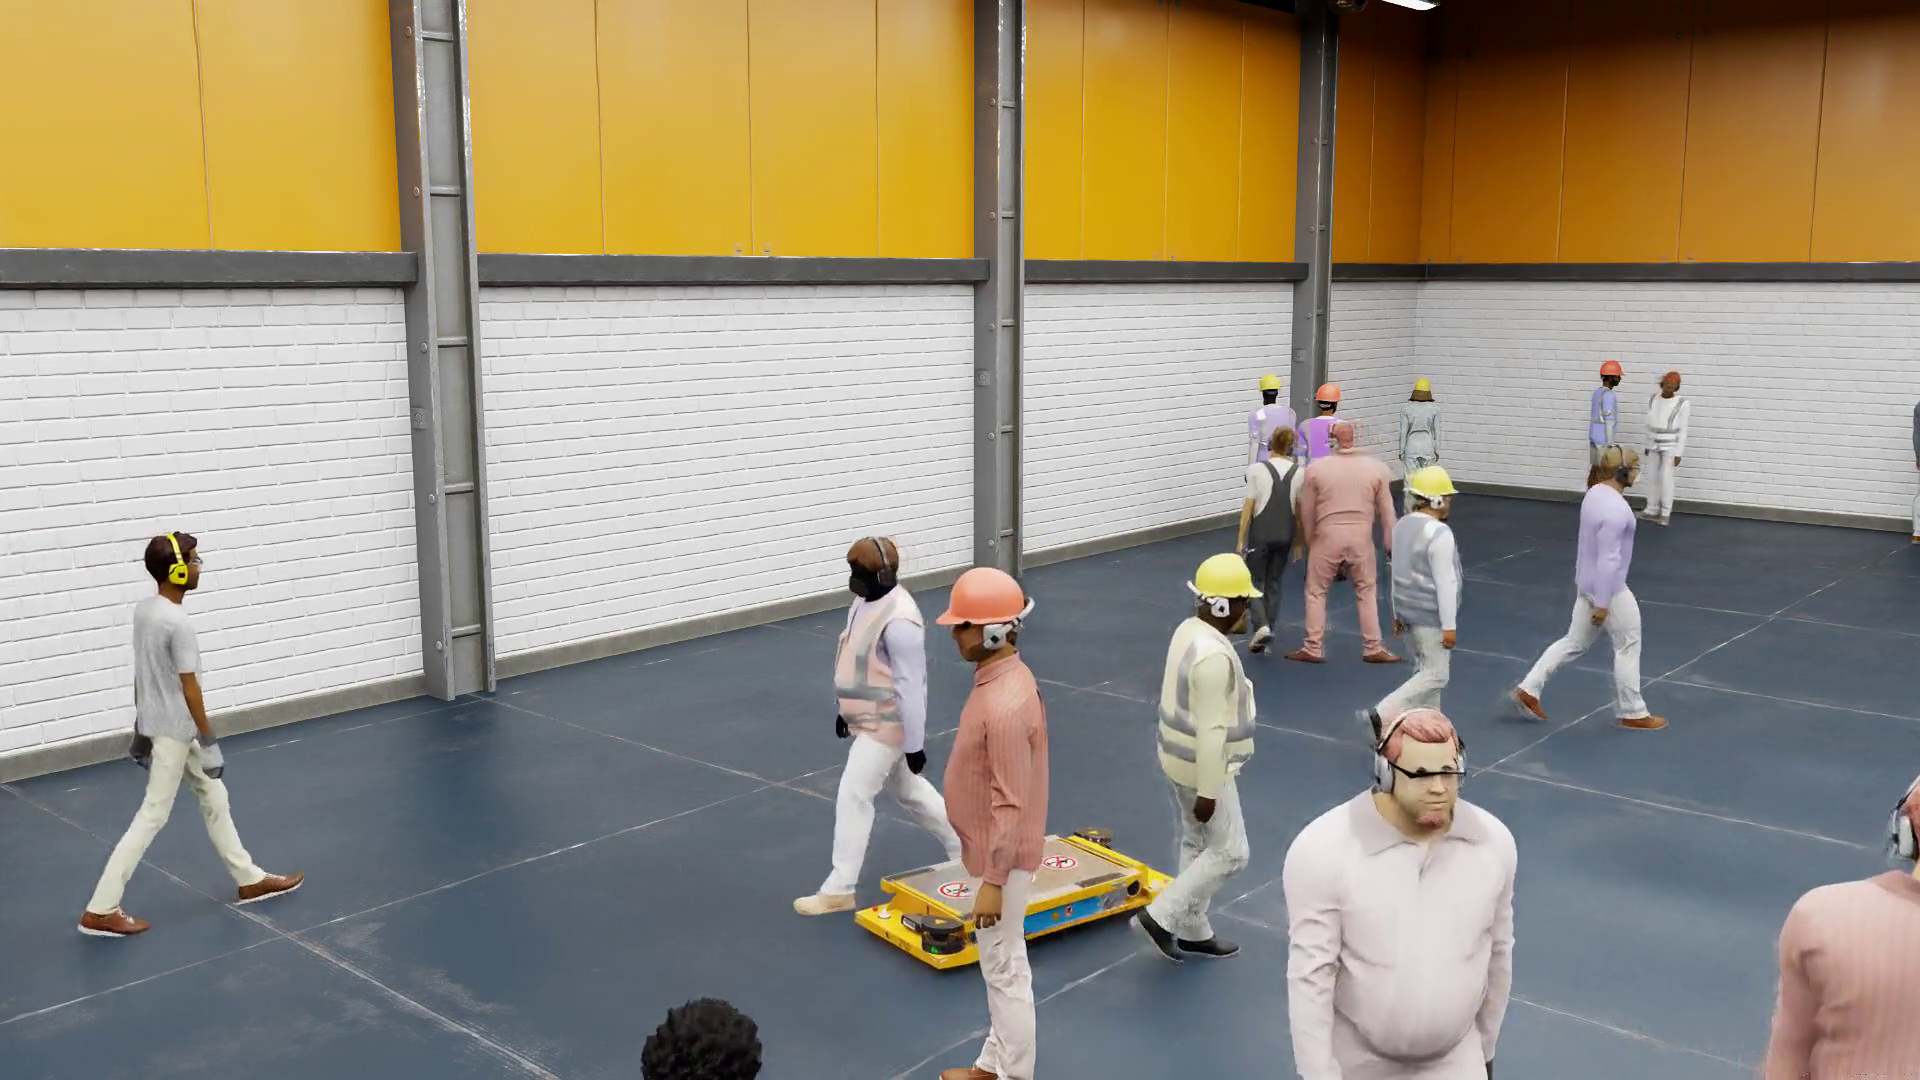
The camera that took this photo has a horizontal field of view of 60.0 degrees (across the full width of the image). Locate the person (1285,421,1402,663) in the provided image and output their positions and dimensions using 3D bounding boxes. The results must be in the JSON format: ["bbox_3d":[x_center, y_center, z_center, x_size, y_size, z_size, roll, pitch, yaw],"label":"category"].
[{"bbox_3d":[2.998,0.030,12.757,0.847,1.879,0.390,0,9,1],"label":"person"}]

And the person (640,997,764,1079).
[{"bbox_3d":[-0.467,1.686,2.925,0.540,1.666,0.600,-2,9,-11],"label":"person"}]

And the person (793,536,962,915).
[{"bbox_3d":[-0.293,0.849,7.817,0.933,1.802,0.644,-2,9,-12],"label":"person"}]

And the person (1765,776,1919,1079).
[{"bbox_3d":[2.190,1.440,3.784,0.671,1.888,0.458,6,11,35],"label":"person"}]

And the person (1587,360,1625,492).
[{"bbox_3d":[7.939,-1.240,20.462,0.376,1.939,0.547,1,9,3],"label":"person"}]

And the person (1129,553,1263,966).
[{"bbox_3d":[1.034,0.952,7.108,0.477,1.817,0.595,-1,9,-4],"label":"person"}]

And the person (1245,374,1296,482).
[{"bbox_3d":[3.295,-0.802,17.756,0.594,1.922,0.377,-4,10,-25],"label":"person"}]

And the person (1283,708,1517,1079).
[{"bbox_3d":[1.163,1.369,4.294,0.653,1.876,0.862,-1,9,-4],"label":"person"}]

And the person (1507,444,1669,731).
[{"bbox_3d":[4.136,0.314,10.860,0.975,1.908,0.642,1,9,4],"label":"person"}]

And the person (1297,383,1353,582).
[{"bbox_3d":[3.553,-0.558,16.178,0.543,1.939,0.371,4,10,26],"label":"person"}]

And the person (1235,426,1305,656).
[{"bbox_3d":[2.424,0.017,12.967,0.582,1.810,0.438,-1,9,-7],"label":"person"}]

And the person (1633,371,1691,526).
[{"bbox_3d":[8.380,-1.094,19.840,0.432,1.847,0.718,-5,10,-26],"label":"person"}]

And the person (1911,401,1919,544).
[{"bbox_3d":[10.757,-0.891,18.275,0.373,1.940,0.627,-3,9,-17],"label":"person"}]

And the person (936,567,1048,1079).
[{"bbox_3d":[0.113,1.079,5.767,0.418,1.997,0.617,0,9,-2],"label":"person"}]

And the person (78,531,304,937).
[{"bbox_3d":[-3.588,0.876,7.591,0.992,1.819,0.551,-8,12,-40],"label":"person"}]

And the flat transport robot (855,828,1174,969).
[{"bbox_3d":[0.290,1.626,7.686,1.431,0.197,0.652,-7,11,-36],"label":"flat transport robot"}]

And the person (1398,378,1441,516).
[{"bbox_3d":[5.544,-1.081,20.079,0.493,1.742,0.322,2,9,11],"label":"person"}]

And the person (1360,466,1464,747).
[{"bbox_3d":[2.826,0.446,10.259,0.676,1.817,0.602,-2,9,-10],"label":"person"}]
